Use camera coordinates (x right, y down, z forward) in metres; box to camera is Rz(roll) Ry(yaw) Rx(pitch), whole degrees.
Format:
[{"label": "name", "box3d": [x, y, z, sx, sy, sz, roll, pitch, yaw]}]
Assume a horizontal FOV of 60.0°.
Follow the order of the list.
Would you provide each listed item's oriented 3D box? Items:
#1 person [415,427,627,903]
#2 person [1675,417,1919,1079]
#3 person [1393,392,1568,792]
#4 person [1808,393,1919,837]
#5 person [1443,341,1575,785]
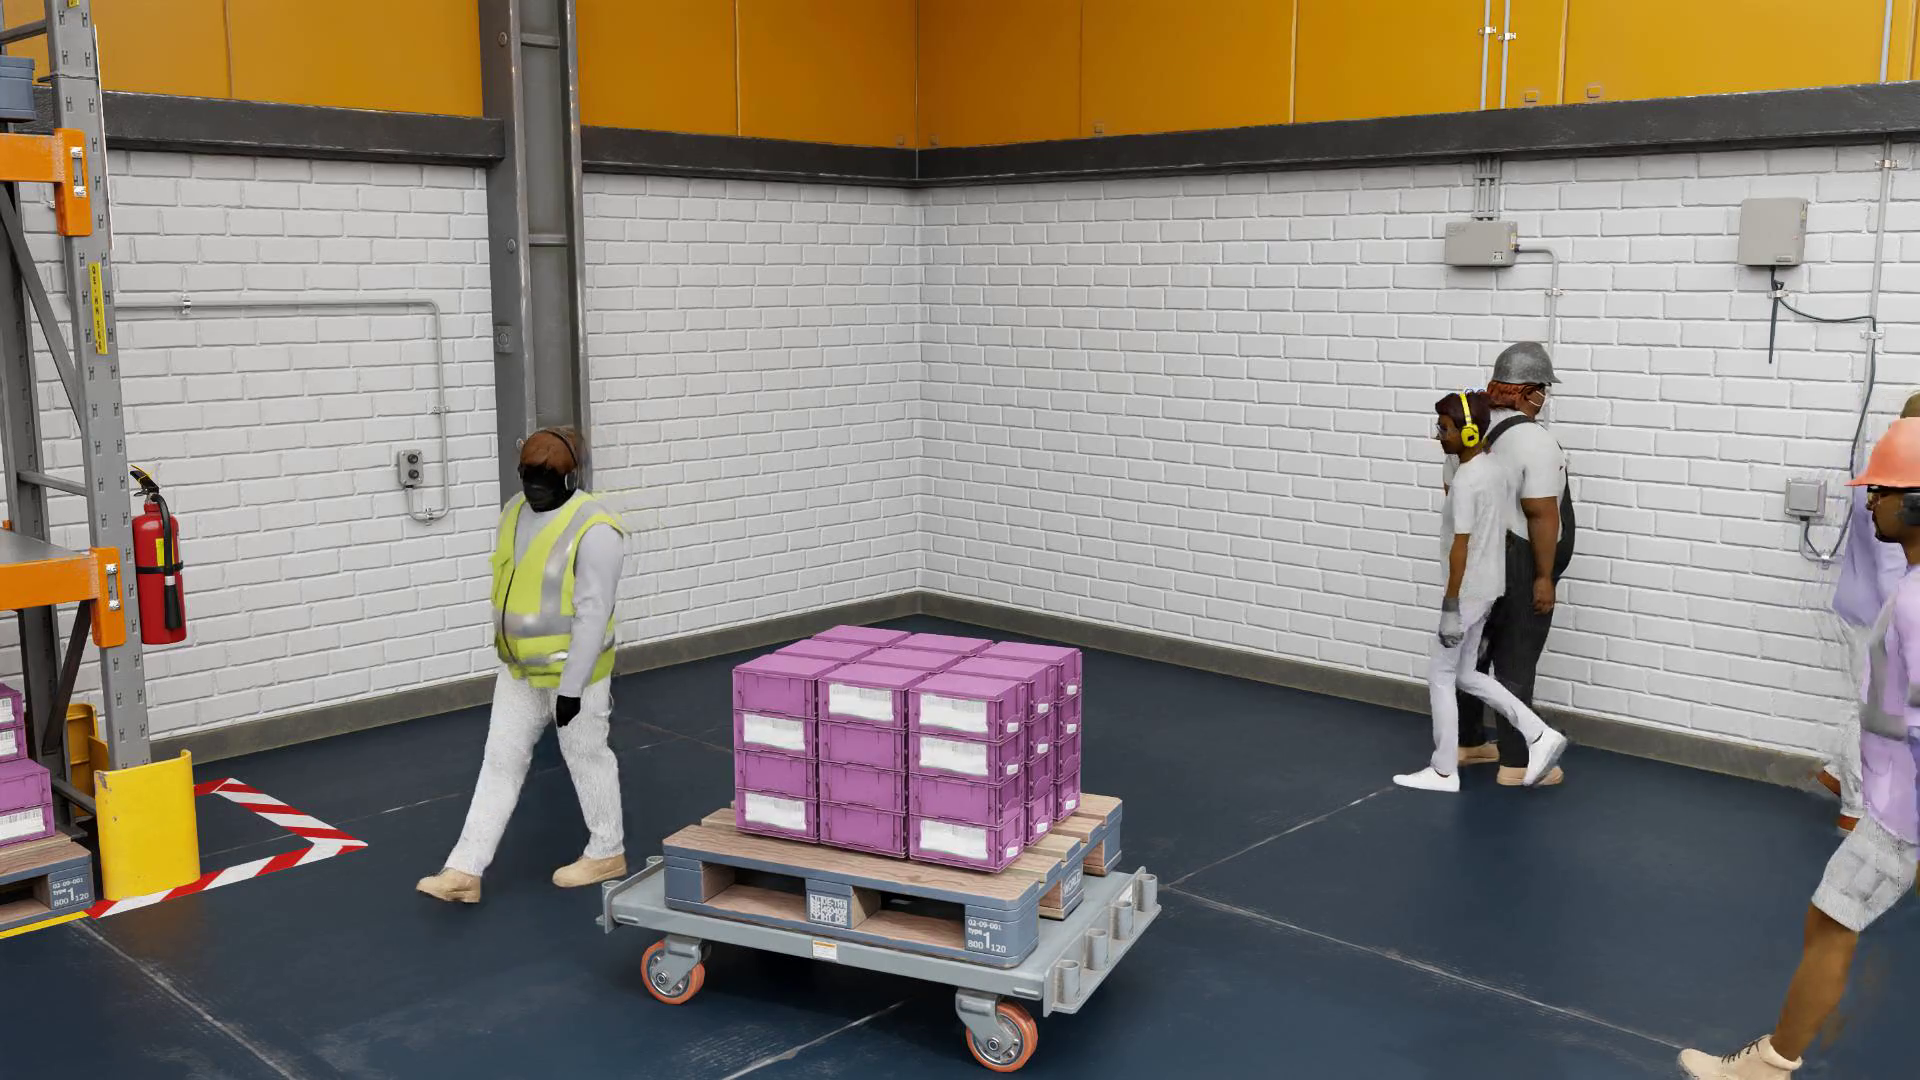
[{"label": "person", "box3d": [-1.572, 0.490, 6.092, 0.662, 1.790, 0.901, 8, 12, 40]}, {"label": "person", "box3d": [2.564, 0.670, 4.391, 1.062, 1.990, 0.628, 9, 13, 42]}, {"label": "person", "box3d": [2.316, 0.260, 7.373, 0.645, 1.838, 0.527, 6, 11, 35]}, {"label": "person", "box3d": [3.756, 0.334, 6.701, 0.431, 1.908, 0.664, 8, 12, 41]}, {"label": "person", "box3d": [2.577, 0.095, 7.728, 0.536, 2.000, 0.684, -3, 10, -19]}]
